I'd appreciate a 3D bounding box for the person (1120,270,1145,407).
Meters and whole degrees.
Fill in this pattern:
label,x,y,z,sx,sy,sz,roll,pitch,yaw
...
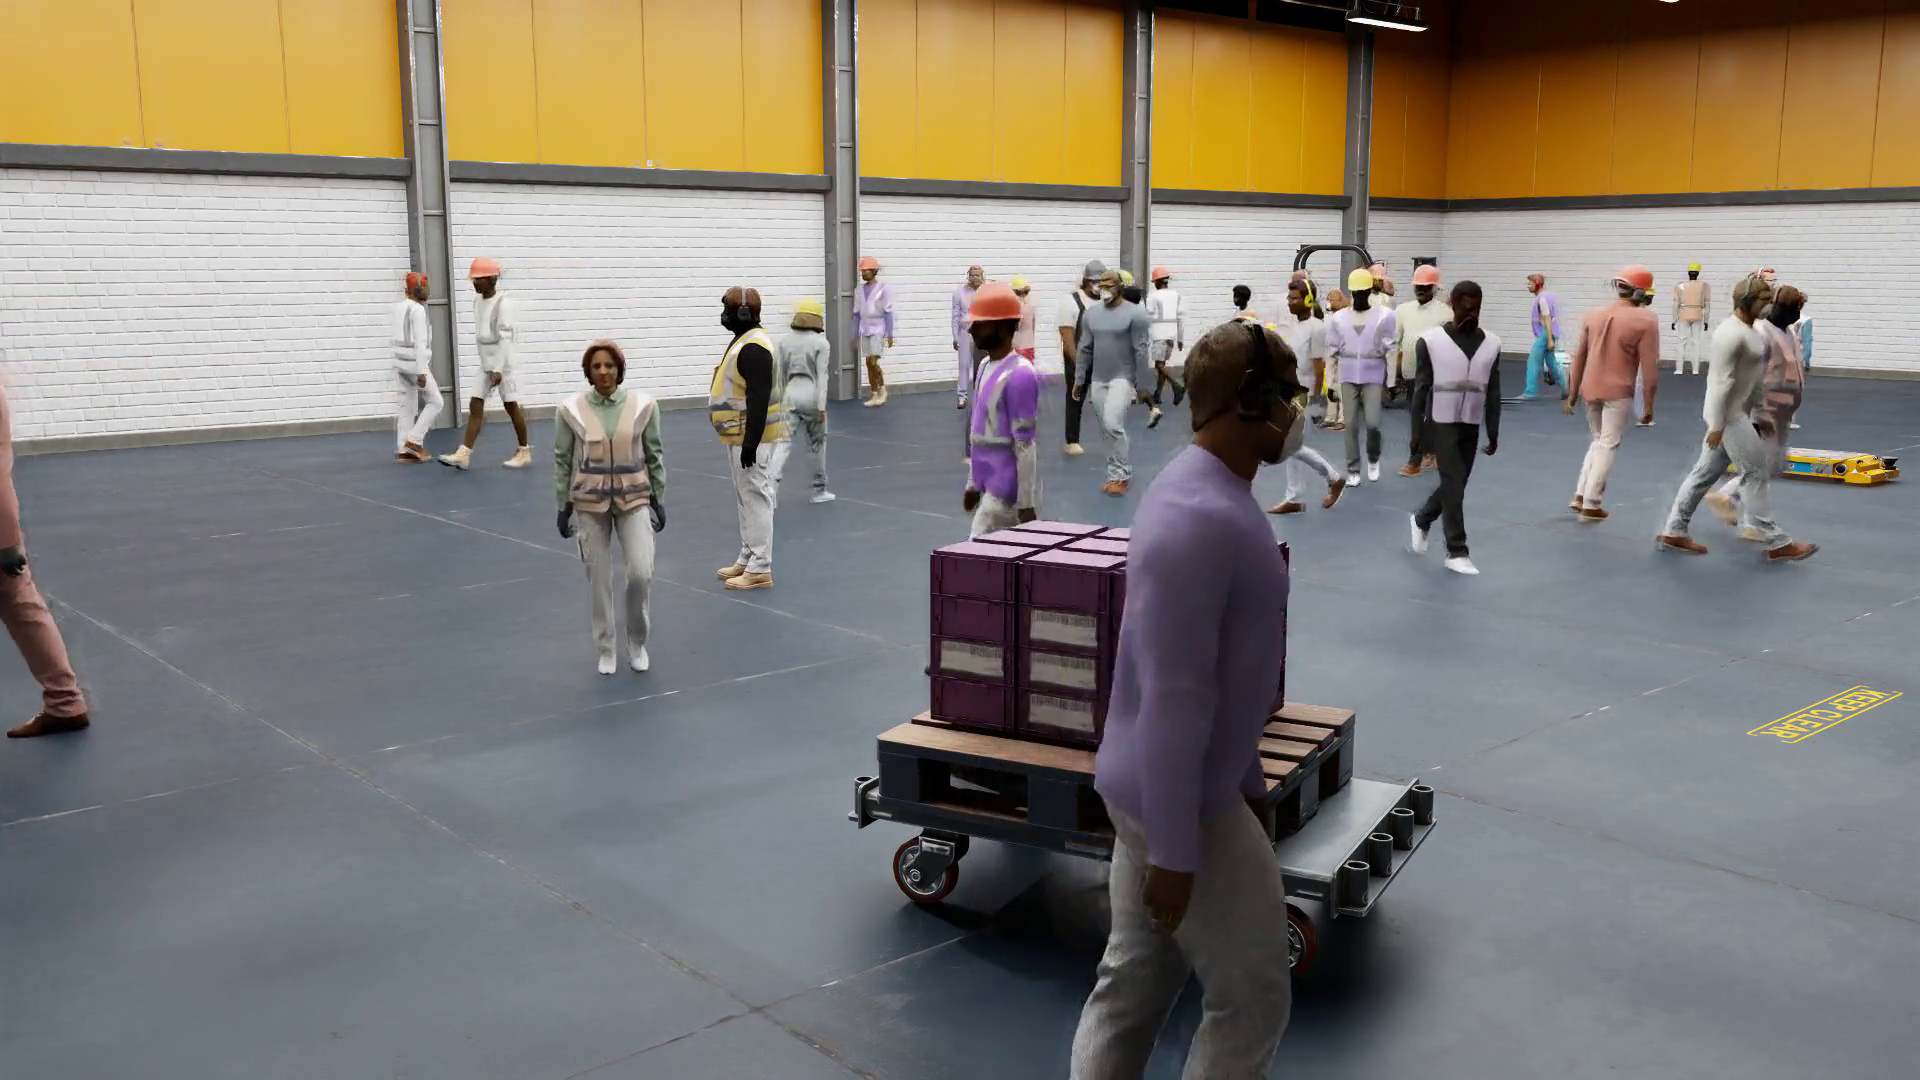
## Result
label,x,y,z,sx,sy,sz,roll,pitch,yaw
person,2.207,-2.700,22.366,0.404,1.829,0.591,-9,13,-42

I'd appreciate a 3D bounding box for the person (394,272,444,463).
label,x,y,z,sx,sy,sz,roll,pitch,yaw
person,-5.329,-1.675,16.242,0.466,1.867,0.700,-8,12,-39

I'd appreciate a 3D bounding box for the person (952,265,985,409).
label,x,y,z,sx,sy,sz,roll,pitch,yaw
person,0.211,-2.693,22.098,0.643,1.908,0.399,-1,10,-6

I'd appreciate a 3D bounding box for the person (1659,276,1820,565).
label,x,y,z,sx,sy,sz,roll,pitch,yaw
person,5.188,-0.791,11.027,1.008,1.887,0.649,6,12,32

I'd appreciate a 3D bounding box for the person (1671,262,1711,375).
label,x,y,z,sx,sy,sz,roll,pitch,yaw
person,12.416,-3.759,28.275,0.594,1.925,0.368,3,10,16

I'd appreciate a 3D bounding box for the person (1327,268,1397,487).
label,x,y,z,sx,sy,sz,roll,pitch,yaw
person,3.522,-1.416,14.596,0.623,1.911,0.437,5,11,26

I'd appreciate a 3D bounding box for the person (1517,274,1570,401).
label,x,y,z,sx,sy,sz,roll,pitch,yaw
person,8.241,-2.824,23.251,0.822,1.793,0.588,4,10,20

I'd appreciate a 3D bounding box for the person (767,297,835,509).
label,x,y,z,sx,sy,sz,roll,pitch,yaw
person,-1.302,-1.109,13.416,0.508,1.701,0.854,5,11,25

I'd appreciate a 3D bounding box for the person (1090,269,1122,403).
label,x,y,z,sx,sy,sz,roll,pitch,yaw
person,1.931,-2.540,21.358,0.407,1.848,0.528,-5,11,-29

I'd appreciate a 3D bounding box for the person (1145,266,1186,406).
label,x,y,z,sx,sy,sz,roll,pitch,yaw
person,2.810,-2.752,22.500,0.550,1.896,0.858,-6,11,-29

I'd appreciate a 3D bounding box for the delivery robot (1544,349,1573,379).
label,x,y,z,sx,sy,sz,roll,pitch,yaw
delivery robot,9.492,-2.776,26.261,0.477,0.478,0.707,0,10,2

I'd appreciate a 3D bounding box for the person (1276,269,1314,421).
label,x,y,z,sx,sy,sz,roll,pitch,yaw
person,3.963,-2.346,20.172,0.834,1.876,0.661,-4,10,-20

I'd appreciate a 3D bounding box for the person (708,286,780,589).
label,x,y,z,sx,sy,sz,roll,pitch,yaw
person,-1.317,-0.625,10.182,0.429,1.844,0.625,-2,10,-14

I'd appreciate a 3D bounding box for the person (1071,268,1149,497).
label,x,y,z,sx,sy,sz,roll,pitch,yaw
person,1.259,-1.321,14.050,0.640,1.916,0.609,9,13,42

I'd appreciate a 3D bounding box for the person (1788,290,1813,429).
label,x,y,z,sx,sy,sz,roll,pitch,yaw
person,9.646,-2.088,19.372,0.423,1.622,0.531,-5,11,-28

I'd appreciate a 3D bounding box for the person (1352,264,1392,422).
label,x,y,z,sx,sy,sz,roll,pitch,yaw
person,5.030,-2.400,20.311,0.563,1.927,0.423,-4,11,-23

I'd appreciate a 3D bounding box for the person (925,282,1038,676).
label,x,y,z,sx,sy,sz,roll,pitch,yaw
person,0.276,-0.287,8.046,0.861,1.910,0.546,-2,10,-13

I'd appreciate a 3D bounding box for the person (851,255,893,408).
label,x,y,z,sx,sy,sz,roll,pitch,yaw
person,-1.176,-2.762,22.152,0.633,2.024,0.454,8,12,38

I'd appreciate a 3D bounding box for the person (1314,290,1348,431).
label,x,y,z,sx,sy,sz,roll,pitch,yaw
person,4.366,-2.087,19.348,0.280,1.632,0.501,-4,10,-20

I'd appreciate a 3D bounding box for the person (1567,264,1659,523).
label,x,y,z,sx,sy,sz,roll,pitch,yaw
person,4.963,-1.110,12.665,0.618,1.955,0.645,-6,11,-31

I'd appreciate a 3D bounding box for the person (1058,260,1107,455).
label,x,y,z,sx,sy,sz,roll,pitch,yaw
person,1.332,-1.837,16.693,0.688,2.000,0.989,-3,10,-16

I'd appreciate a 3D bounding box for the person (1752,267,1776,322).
label,x,y,z,sx,sy,sz,roll,pitch,yaw
person,8.434,-1.921,17.578,0.409,1.909,0.641,8,13,40

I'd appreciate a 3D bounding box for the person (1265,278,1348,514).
label,x,y,z,sx,sy,sz,roll,pitch,yaw
person,2.704,-1.110,12.986,0.536,1.854,0.523,-2,10,-11

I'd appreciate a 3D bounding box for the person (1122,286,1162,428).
label,x,y,z,sx,sy,sz,roll,pitch,yaw
person,2.031,-2.118,19.381,0.547,1.680,0.647,-9,14,-44

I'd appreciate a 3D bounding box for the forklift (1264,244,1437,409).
label,x,y,z,sx,sy,sz,roll,pitch,yaw
forklift,5.256,-2.933,22.661,2.313,2.155,1.214,3,10,16

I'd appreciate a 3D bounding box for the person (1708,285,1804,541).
label,x,y,z,sx,sy,sz,roll,pitch,yaw
person,5.704,-0.903,11.879,0.637,1.830,0.558,-9,13,-41

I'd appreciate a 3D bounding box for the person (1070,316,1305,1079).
label,x,y,z,sx,sy,sz,roll,pitch,yaw
person,0.482,0.521,3.291,0.625,1.901,0.664,1,10,5

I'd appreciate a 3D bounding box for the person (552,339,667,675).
label,x,y,z,sx,sy,sz,roll,pitch,yaw
person,-1.677,-0.144,7.976,0.543,1.627,0.439,-2,10,-14

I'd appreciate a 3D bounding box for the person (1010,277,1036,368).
label,x,y,z,sx,sy,sz,roll,pitch,yaw
person,0.740,-2.327,20.368,0.327,1.767,0.533,6,11,31

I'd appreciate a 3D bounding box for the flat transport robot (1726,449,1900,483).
label,x,y,z,sx,sy,sz,roll,pitch,yaw
flat transport robot,7.737,-0.709,15.266,0.652,0.197,1.431,-8,13,-41

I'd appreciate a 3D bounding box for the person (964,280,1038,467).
label,x,y,z,sx,sy,sz,roll,pitch,yaw
person,0.372,-1.615,16.143,0.534,1.787,0.954,9,13,42

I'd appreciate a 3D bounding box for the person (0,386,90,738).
label,x,y,z,sx,sy,sz,roll,pitch,yaw
person,-4.115,-0.049,6.745,0.989,1.856,0.643,-6,11,-30

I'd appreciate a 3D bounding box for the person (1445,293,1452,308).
label,x,y,z,sx,sy,sz,roll,pitch,yaw
person,5.450,-1.926,18.426,0.521,1.623,0.382,-7,12,-36

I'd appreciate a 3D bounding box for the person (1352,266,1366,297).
label,x,y,z,sx,sy,sz,roll,pitch,yaw
person,6.099,-3.215,25.272,0.520,1.869,0.332,-6,11,-31

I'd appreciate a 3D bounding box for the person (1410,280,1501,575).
label,x,y,z,sx,sy,sz,roll,pitch,yaw
person,3.215,-0.762,10.913,0.595,1.883,0.909,-3,10,-16

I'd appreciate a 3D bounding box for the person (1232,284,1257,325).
label,x,y,z,sx,sy,sz,roll,pitch,yaw
person,3.554,-2.344,20.701,0.396,1.678,0.526,-3,10,-15

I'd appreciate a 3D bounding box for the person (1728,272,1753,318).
label,x,y,z,sx,sy,sz,roll,pitch,yaw
person,11.012,-2.846,23.292,0.880,1.807,0.632,-6,11,-32

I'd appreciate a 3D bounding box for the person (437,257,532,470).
label,x,y,z,sx,sy,sz,roll,pitch,yaw
person,-4.464,-1.633,15.604,0.635,1.996,1.003,8,13,41

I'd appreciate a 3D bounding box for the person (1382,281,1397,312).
label,x,y,z,sx,sy,sz,roll,pitch,yaw
person,6.959,-3.453,27.392,0.564,1.617,0.505,-6,12,-33

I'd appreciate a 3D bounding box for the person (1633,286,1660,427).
label,x,y,z,sx,sy,sz,roll,pitch,yaw
person,7.922,-2.167,19.526,0.800,1.739,0.533,-4,11,-23

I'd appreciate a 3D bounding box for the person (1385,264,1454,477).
label,x,y,z,sx,sy,sz,roll,pitch,yaw
person,4.360,-1.593,15.550,0.598,1.955,0.993,9,13,43
